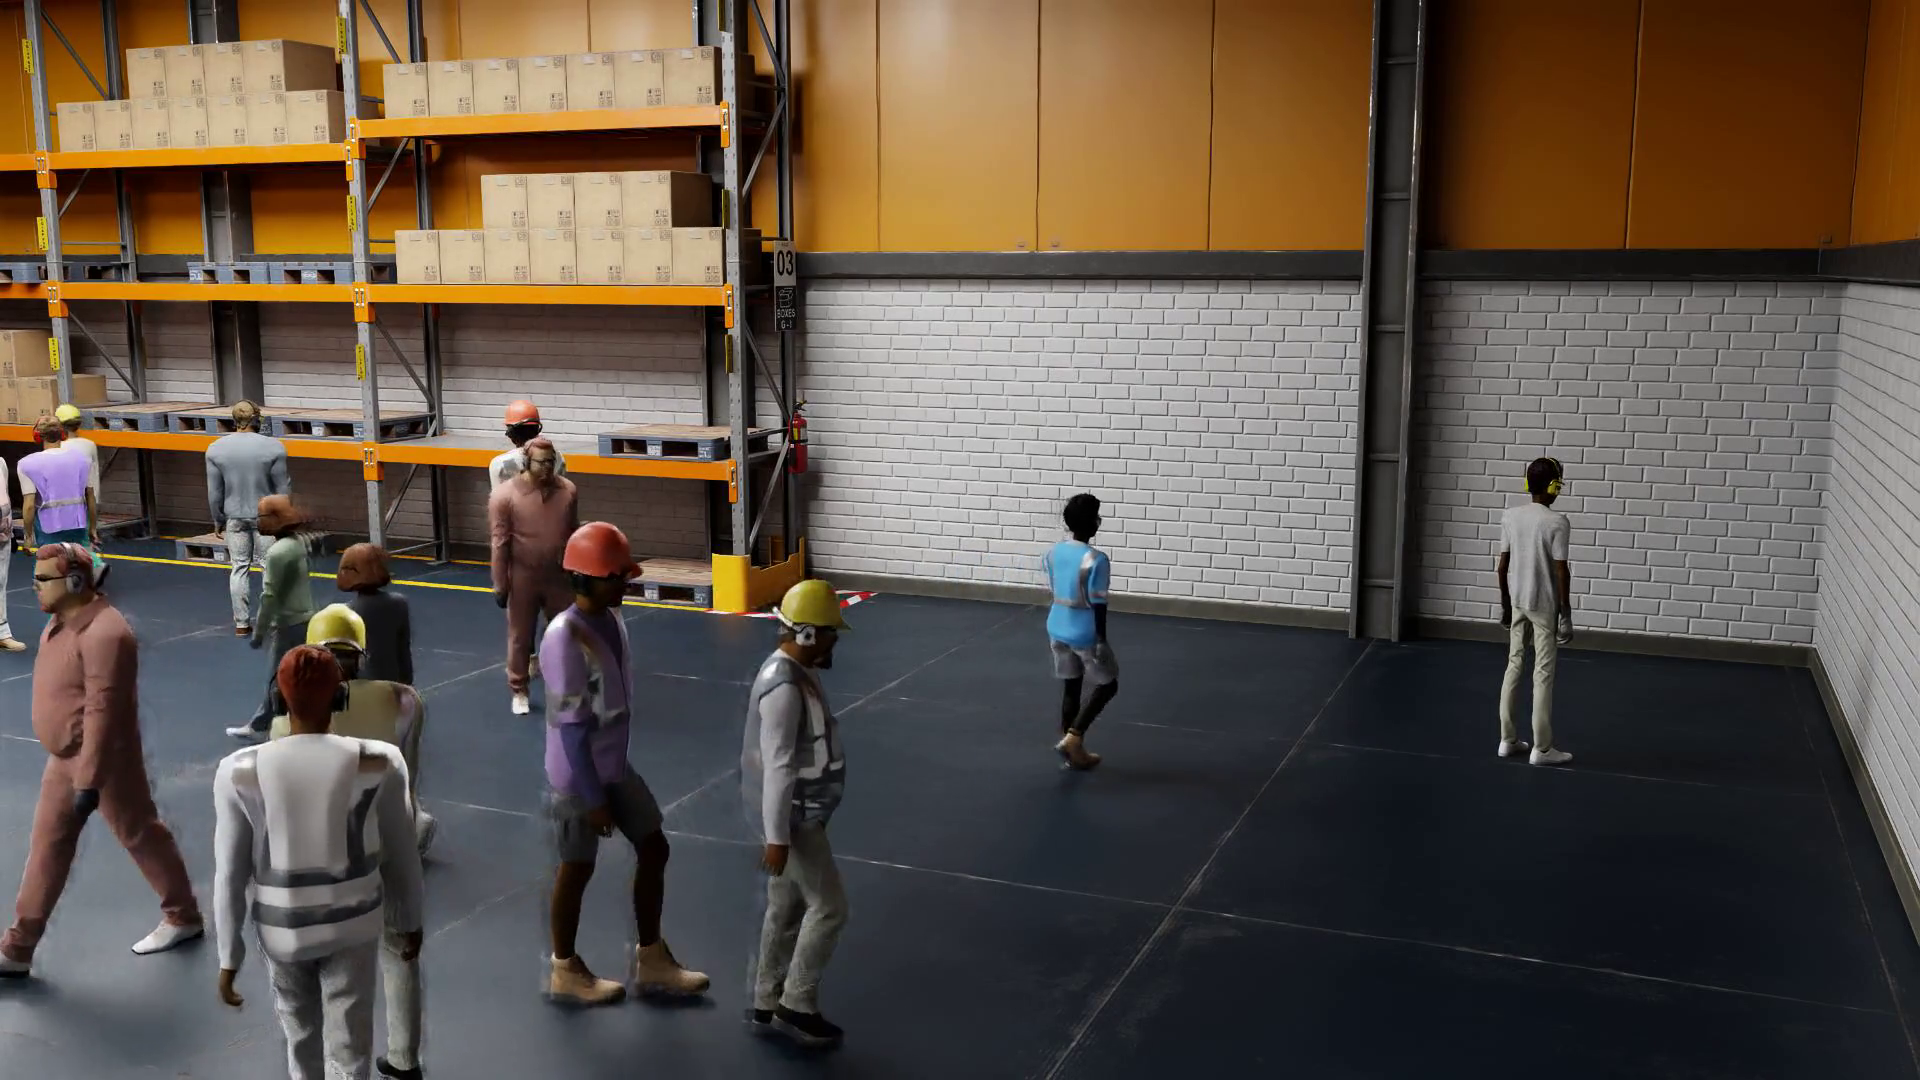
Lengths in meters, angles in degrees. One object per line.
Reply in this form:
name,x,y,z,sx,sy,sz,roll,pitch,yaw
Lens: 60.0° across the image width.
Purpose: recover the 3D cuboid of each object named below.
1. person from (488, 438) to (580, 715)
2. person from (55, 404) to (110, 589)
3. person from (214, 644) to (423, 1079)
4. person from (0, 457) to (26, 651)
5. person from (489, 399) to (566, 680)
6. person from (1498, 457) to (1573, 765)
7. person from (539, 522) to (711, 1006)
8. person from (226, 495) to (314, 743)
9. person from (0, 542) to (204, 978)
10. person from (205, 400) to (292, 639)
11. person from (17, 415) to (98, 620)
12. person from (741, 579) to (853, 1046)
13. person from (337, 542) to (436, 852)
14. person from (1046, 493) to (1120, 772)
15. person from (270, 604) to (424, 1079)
person,-2.791,0.258,11.113,0.665,1.880,0.646,-8,12,-40
person,-8.101,-0.377,15.301,0.583,1.745,0.534,3,10,19
person,-2.025,1.239,5.290,0.603,1.832,1.000,-2,10,-14
person,-7.529,-0.009,12.798,0.429,1.842,0.634,3,10,17
person,-3.155,-0.002,12.147,0.393,2.044,0.609,9,13,43
person,3.498,0.426,10.096,0.328,1.865,0.521,-6,11,-33
person,-1.337,0.923,6.628,0.803,2.009,0.622,2,10,12
person,-4.246,0.523,10.287,0.799,1.596,0.520,-1,9,-8
person,-3.744,0.931,7.056,0.671,1.849,0.983,8,13,42
person,-5.725,-0.164,13.452,0.632,1.936,0.359,-1,9,-8
person,-7.082,-0.062,13.115,0.374,1.840,0.568,7,12,37
person,-0.601,1.054,6.463,0.518,1.802,0.608,0,9,-3
person,-2.968,0.815,8.515,0.704,1.612,0.504,5,11,27
person,0.715,0.557,9.843,0.387,1.685,0.537,-7,12,-38
person,-2.304,1.114,6.222,0.576,1.769,0.922,-8,12,-39
